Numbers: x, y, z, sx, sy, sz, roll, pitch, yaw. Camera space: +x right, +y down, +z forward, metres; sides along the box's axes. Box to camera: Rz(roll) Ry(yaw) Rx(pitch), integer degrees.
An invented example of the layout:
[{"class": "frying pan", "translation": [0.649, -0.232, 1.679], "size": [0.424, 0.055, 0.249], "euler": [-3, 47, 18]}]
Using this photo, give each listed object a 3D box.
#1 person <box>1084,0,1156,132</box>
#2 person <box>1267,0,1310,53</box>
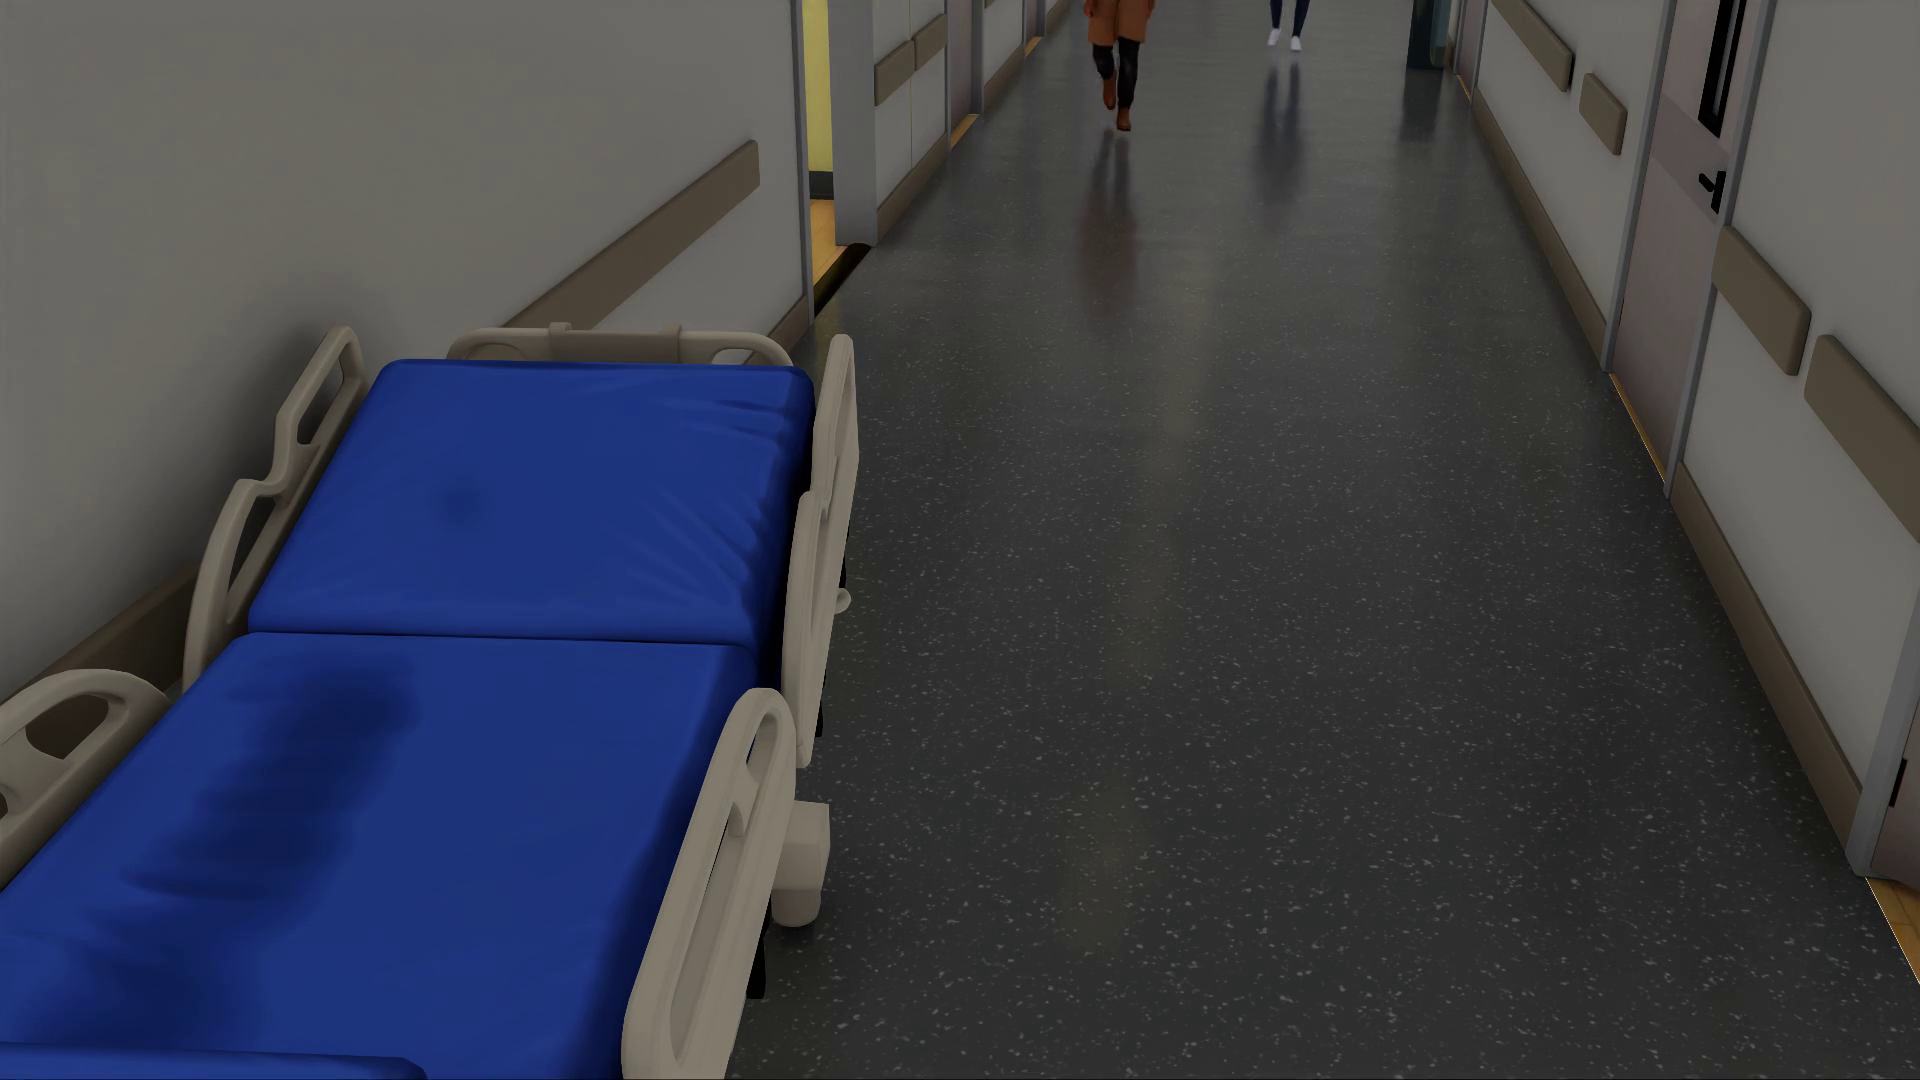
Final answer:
[{"class": "person", "translation": [1.059, -3.638, 11.095], "size": [0.988, 1.703, 0.738], "euler": [2, 26, 4]}, {"class": "person", "translation": [2.867, -5.045, 14.037], "size": [0.510, 1.725, 0.686], "euler": [5, 26, 9]}]
